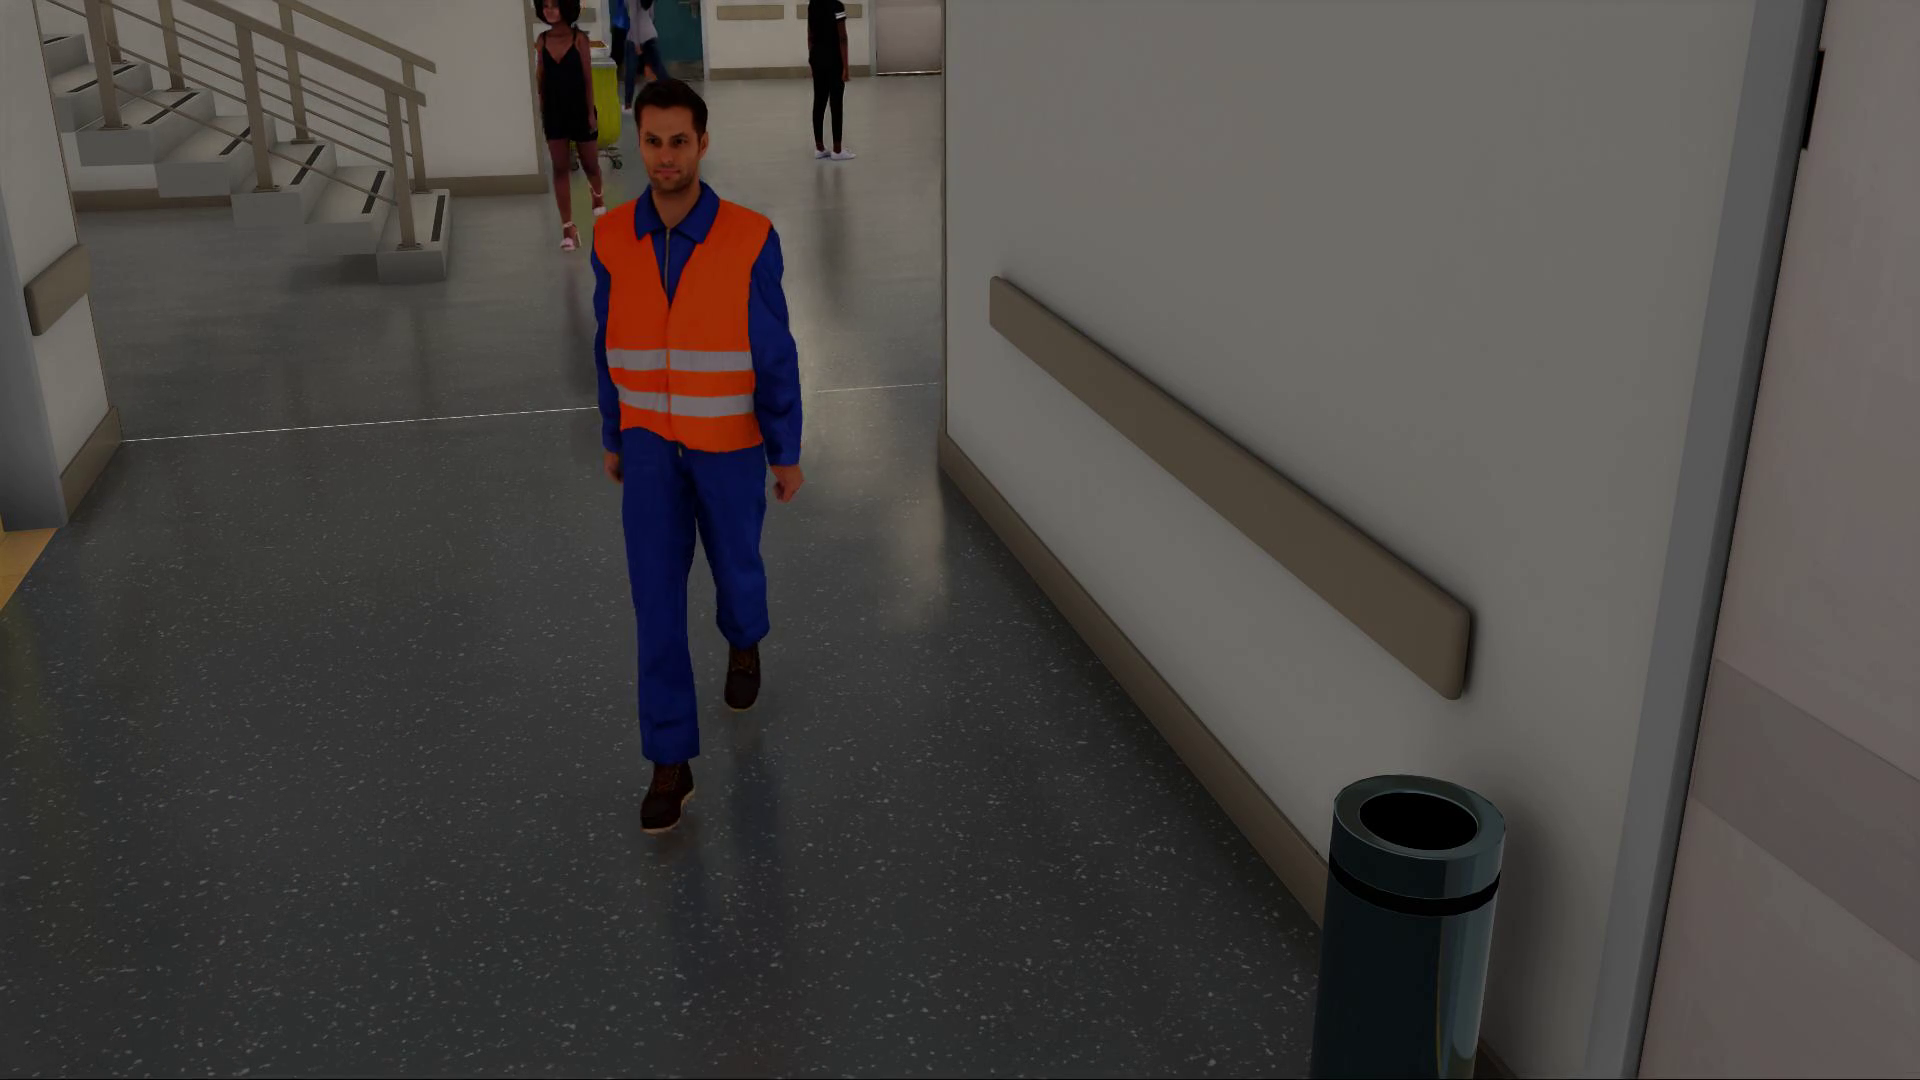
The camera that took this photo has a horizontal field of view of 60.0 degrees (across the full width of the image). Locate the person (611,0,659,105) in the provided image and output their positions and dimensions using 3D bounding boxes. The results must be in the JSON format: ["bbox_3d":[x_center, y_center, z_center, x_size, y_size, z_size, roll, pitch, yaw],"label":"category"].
[{"bbox_3d":[-4.018,-6.025,19.622,1.283,1.822,0.931,2,21,5],"label":"person"}]

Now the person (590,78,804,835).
[{"bbox_3d":[-0.672,-0.254,4.391,1.236,1.818,0.970,0,21,0],"label":"person"}]

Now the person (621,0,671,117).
[{"bbox_3d":[-3.448,-5.563,18.575,1.125,1.701,1.131,14,25,32],"label":"person"}]

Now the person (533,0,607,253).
[{"bbox_3d":[-2.662,-2.905,11.453,0.909,1.774,0.773,0,21,1],"label":"person"}]

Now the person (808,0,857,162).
[{"bbox_3d":[-1.239,-4.480,15.672,0.702,1.731,0.738,15,26,35],"label":"person"}]

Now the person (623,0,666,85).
[{"bbox_3d":[-4.087,-6.682,22.236,0.783,1.200,0.502,-5,21,-14],"label":"person"}]
